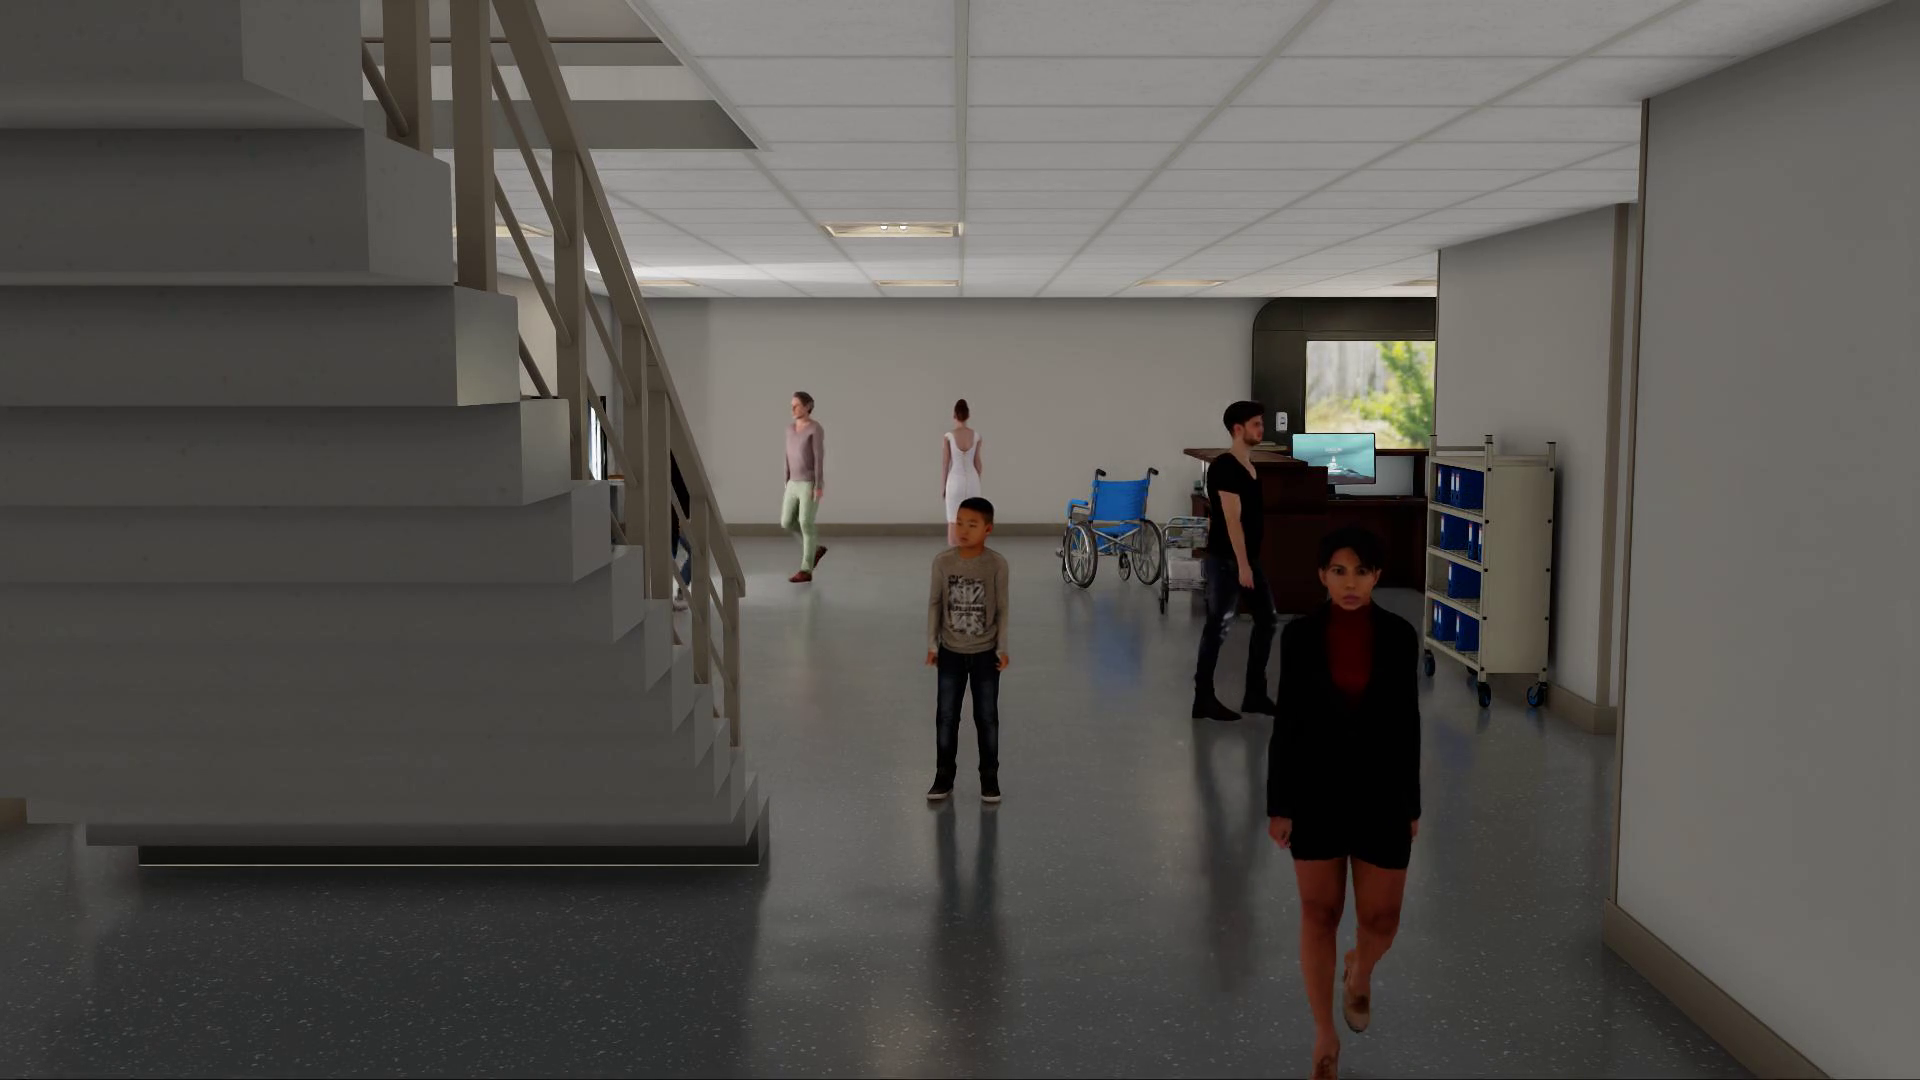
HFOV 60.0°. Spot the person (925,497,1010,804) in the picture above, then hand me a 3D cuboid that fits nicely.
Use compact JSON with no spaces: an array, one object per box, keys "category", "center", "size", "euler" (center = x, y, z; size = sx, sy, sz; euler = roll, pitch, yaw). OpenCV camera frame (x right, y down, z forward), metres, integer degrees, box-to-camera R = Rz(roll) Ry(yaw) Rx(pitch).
[{"category":"person","center":[0.047,0.519,8.037],"size":[0.576,1.465,0.539],"euler":[1,6,7]}]

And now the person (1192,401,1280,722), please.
[{"category":"person","center":[1.523,0.137,9.777],"size":[0.930,1.875,0.893],"euler":[4,7,33]}]

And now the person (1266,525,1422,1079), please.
[{"category":"person","center":[1.094,0.769,4.735],"size":[0.659,1.628,0.760],"euler":[1,6,12]}]

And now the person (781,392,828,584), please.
[{"category":"person","center":[-1.463,-0.519,16.380],"size":[0.954,1.858,1.028],"euler":[5,8,40]}]

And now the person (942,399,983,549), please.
[{"category":"person","center":[0.028,-0.503,16.559],"size":[0.590,1.791,0.565],"euler":[-1,6,-9]}]
